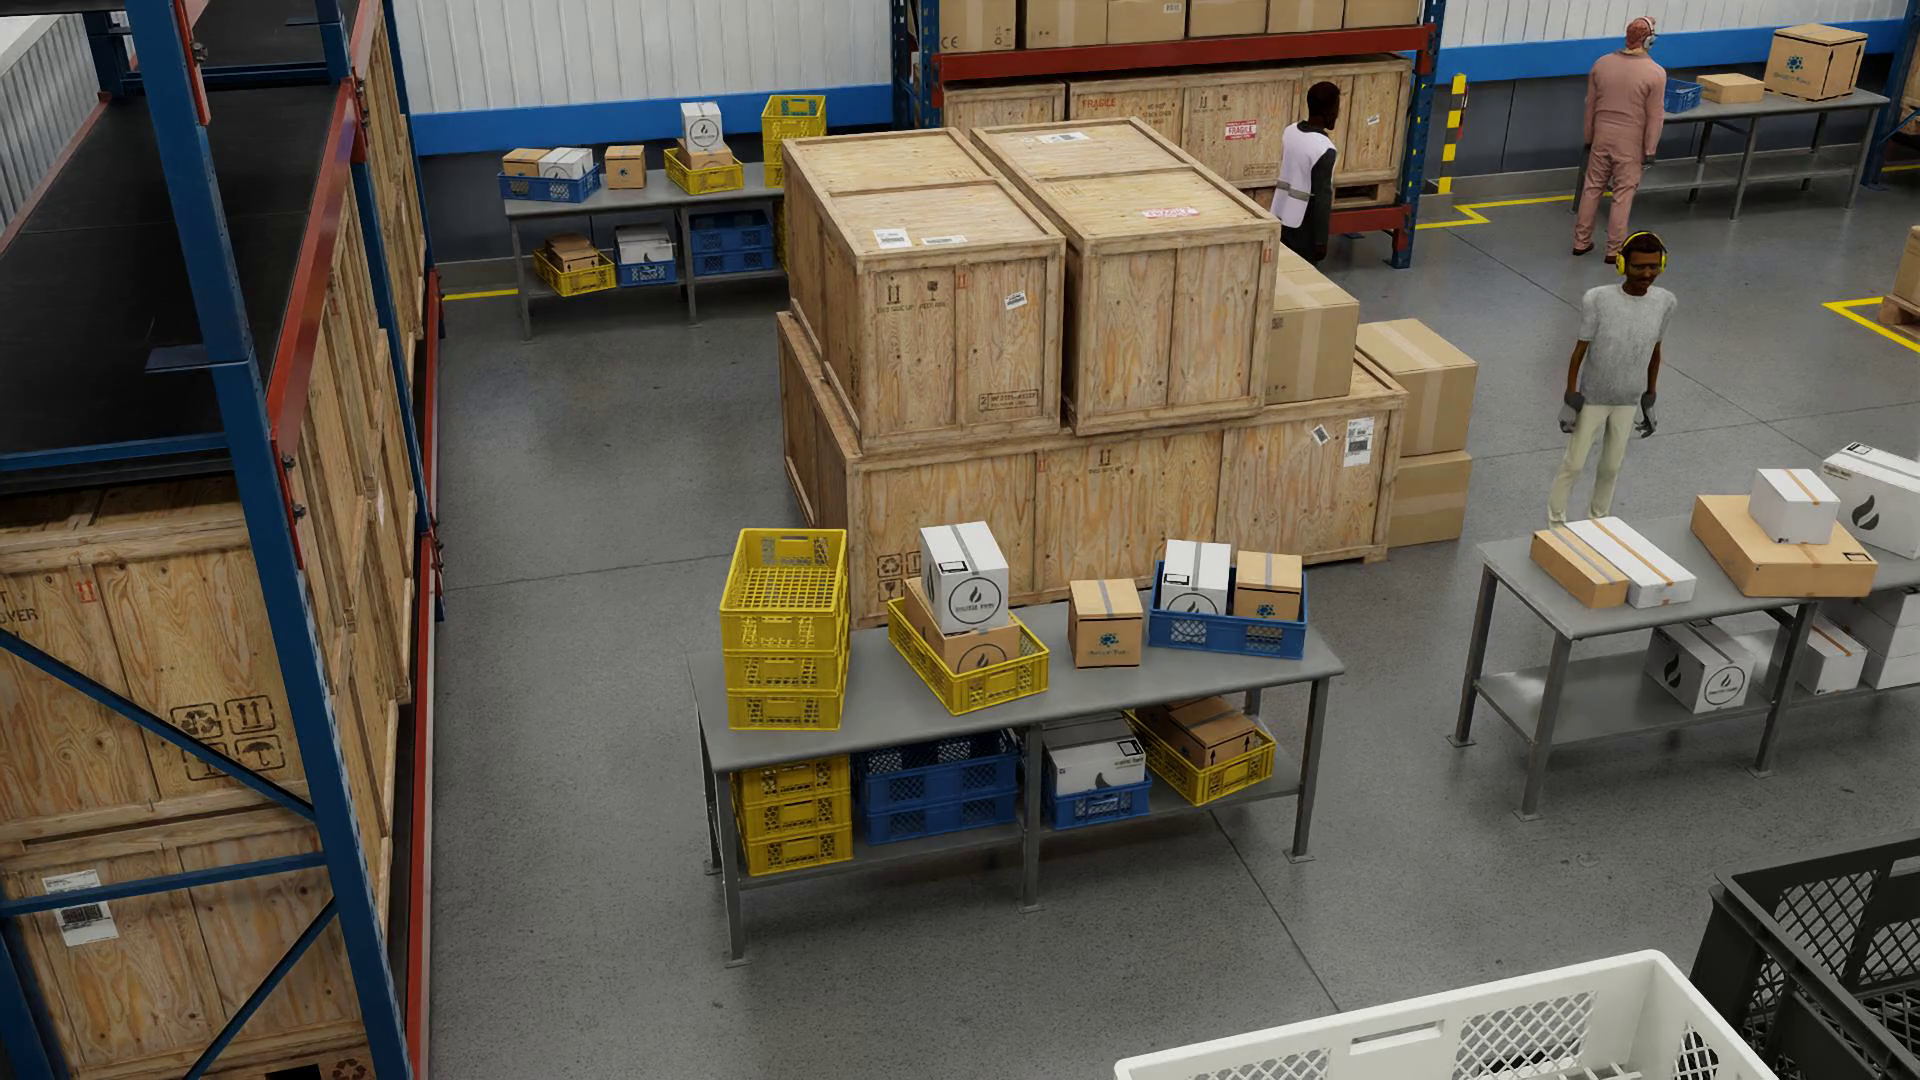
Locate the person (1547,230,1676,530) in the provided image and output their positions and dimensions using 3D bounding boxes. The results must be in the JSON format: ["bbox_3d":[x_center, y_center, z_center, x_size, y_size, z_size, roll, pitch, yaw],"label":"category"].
[{"bbox_3d":[3.427,-0.725,8.756,0.519,1.874,0.327,-1,29,-1],"label":"person"}]

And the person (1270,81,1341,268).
[{"bbox_3d":[2.319,-2.153,11.315,0.388,1.911,0.592,-9,30,-15],"label":"person"}]

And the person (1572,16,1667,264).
[{"bbox_3d":[5.216,-3.145,13.113,0.408,1.909,0.642,-22,36,-35],"label":"person"}]
